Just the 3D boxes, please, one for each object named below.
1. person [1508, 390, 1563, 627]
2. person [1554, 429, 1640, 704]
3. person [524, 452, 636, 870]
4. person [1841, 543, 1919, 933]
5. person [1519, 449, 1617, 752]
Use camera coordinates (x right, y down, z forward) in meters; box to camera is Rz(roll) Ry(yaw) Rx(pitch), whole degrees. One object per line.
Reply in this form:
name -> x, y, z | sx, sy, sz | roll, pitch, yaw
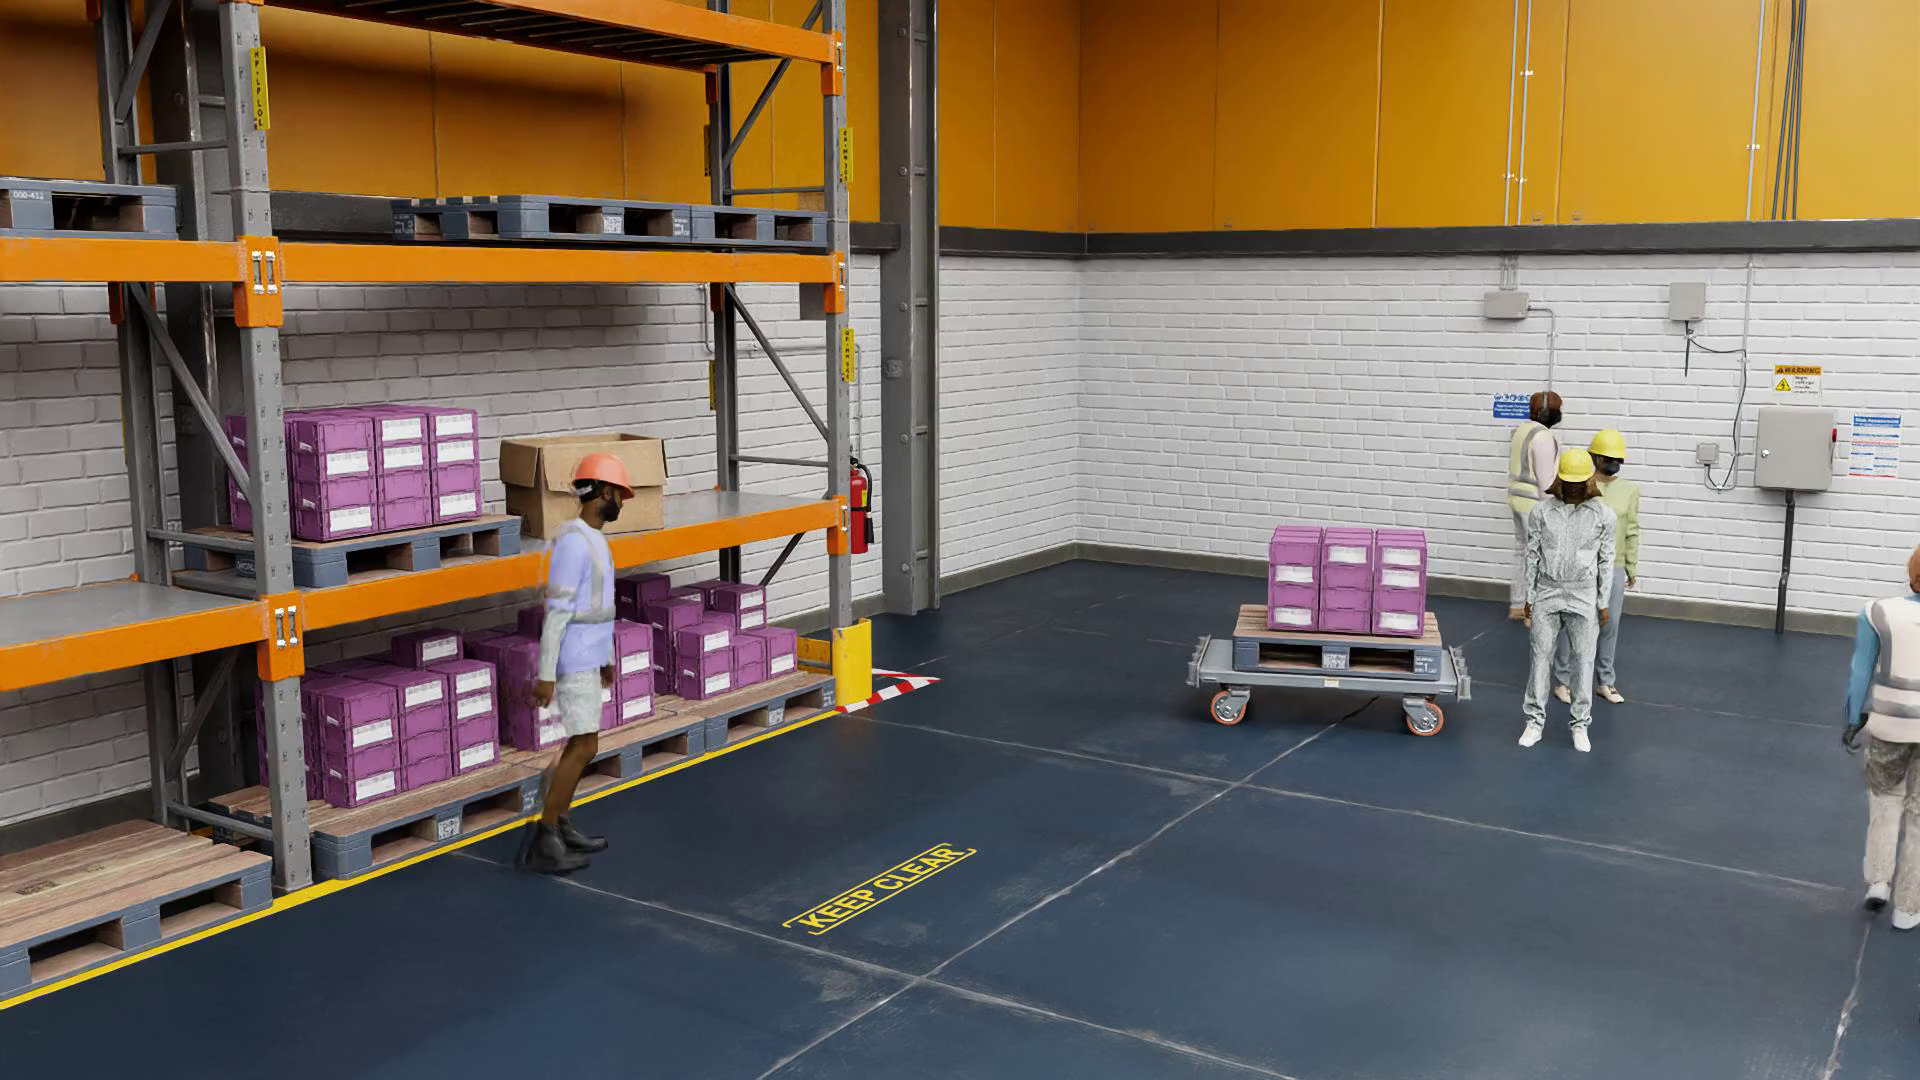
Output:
person -> 4.500, -0.246, 12.970 | 0.429, 1.842, 0.631 | 0, 9, 2
person -> 4.040, 0.172, 10.522 | 0.531, 1.760, 0.338 | -1, 9, -5
person -> -1.728, 0.544, 7.664 | 0.506, 1.889, 0.576 | -1, 9, -3
person -> 3.963, 0.796, 6.865 | 0.542, 1.621, 0.460 | 7, 11, 39
person -> 3.462, 0.341, 9.490 | 0.484, 1.737, 0.305 | 4, 9, 23
